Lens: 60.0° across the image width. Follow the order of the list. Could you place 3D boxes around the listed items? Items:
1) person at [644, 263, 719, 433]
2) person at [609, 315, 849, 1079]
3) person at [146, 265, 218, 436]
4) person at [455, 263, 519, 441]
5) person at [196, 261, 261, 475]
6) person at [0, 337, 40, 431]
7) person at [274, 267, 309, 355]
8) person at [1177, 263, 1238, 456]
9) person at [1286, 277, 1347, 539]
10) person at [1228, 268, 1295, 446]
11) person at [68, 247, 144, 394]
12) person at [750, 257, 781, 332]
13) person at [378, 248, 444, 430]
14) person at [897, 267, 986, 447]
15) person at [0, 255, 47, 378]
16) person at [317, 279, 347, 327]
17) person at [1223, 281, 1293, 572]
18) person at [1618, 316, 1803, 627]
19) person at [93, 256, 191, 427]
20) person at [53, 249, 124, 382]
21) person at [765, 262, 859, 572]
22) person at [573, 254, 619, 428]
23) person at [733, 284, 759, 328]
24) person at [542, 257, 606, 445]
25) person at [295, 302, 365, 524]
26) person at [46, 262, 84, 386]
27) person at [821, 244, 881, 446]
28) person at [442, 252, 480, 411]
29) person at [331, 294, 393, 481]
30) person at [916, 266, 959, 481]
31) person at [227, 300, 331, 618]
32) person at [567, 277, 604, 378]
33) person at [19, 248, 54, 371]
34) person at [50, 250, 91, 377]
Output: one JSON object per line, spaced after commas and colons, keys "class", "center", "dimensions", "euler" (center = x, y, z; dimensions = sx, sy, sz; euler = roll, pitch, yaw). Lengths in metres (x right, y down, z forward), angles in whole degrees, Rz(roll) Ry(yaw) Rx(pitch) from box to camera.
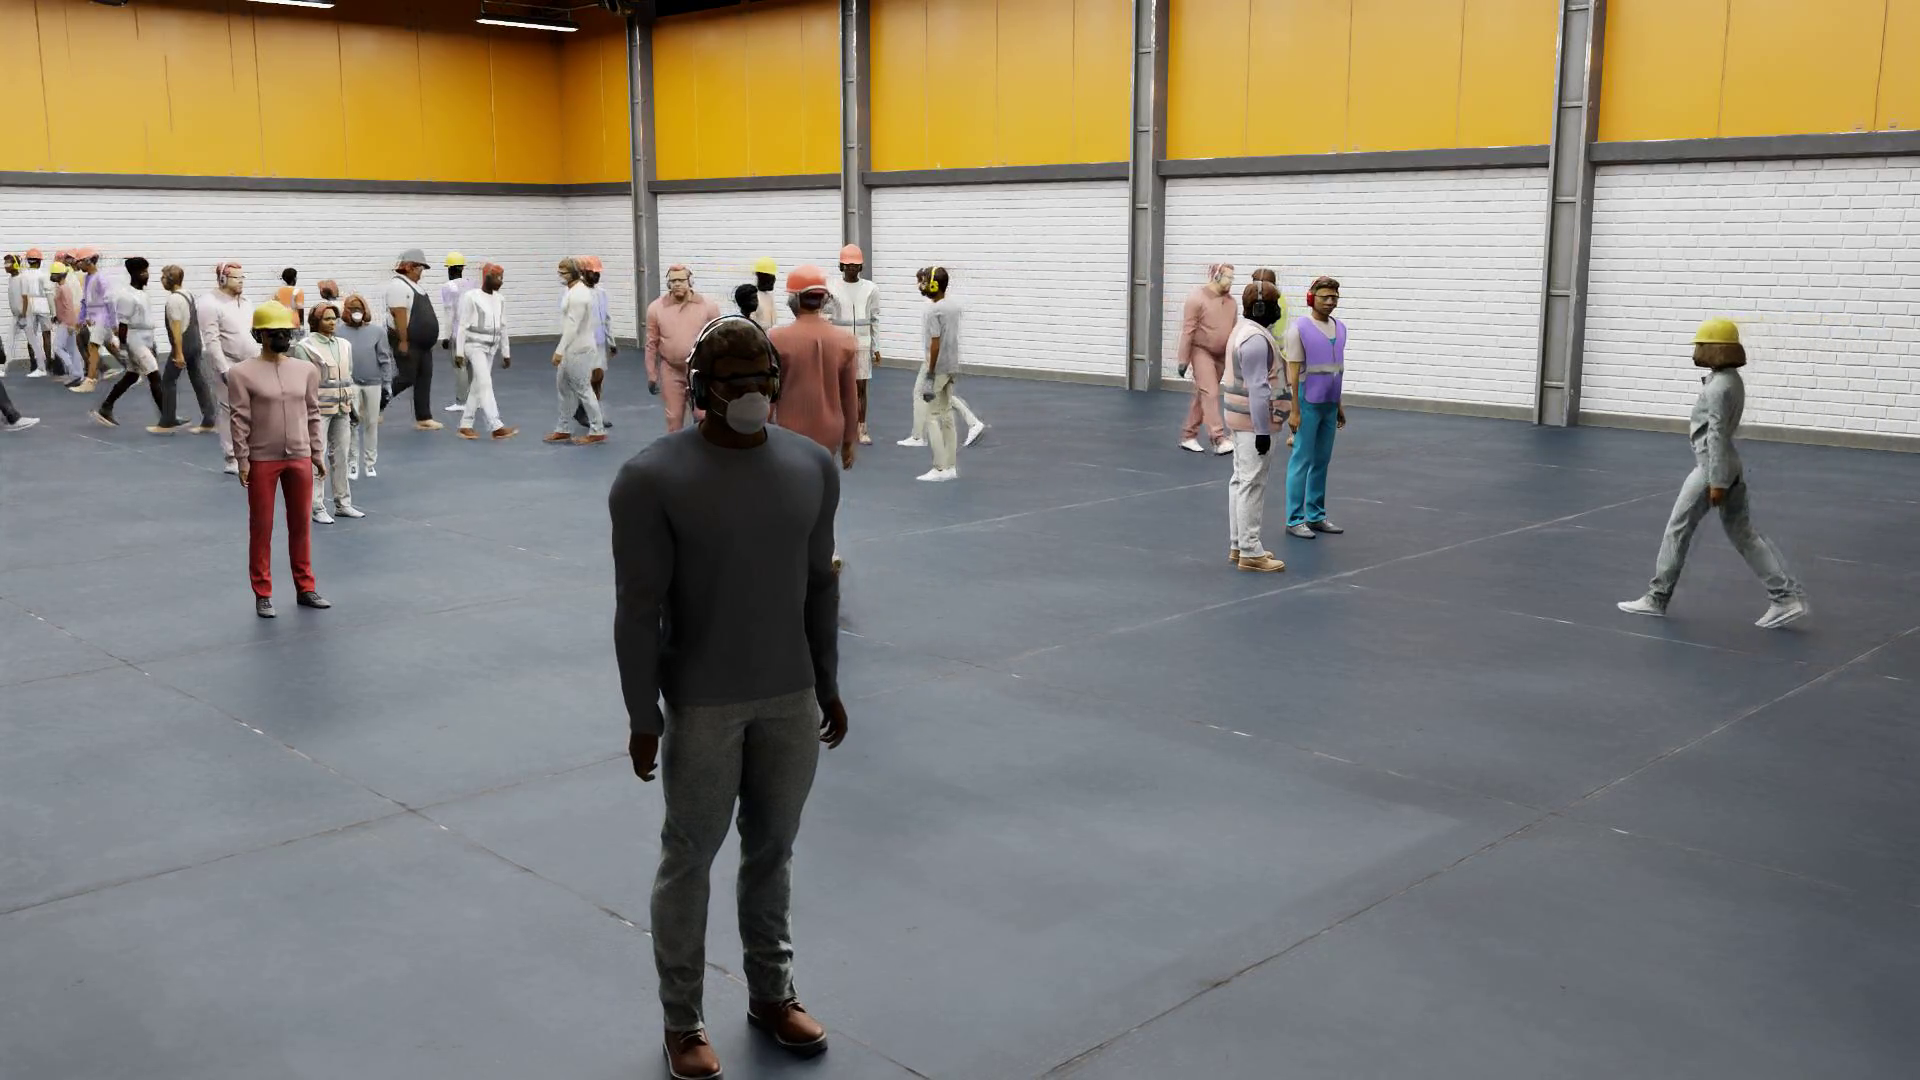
{"class": "person", "center": [-2.404, -1.449, 14.455], "dimensions": [0.673, 1.891, 0.435], "euler": [-1, 10, -6]}
{"class": "person", "center": [-0.567, 0.403, 4.227], "dimensions": [0.634, 1.937, 0.355], "euler": [-8, 13, -36]}
{"class": "person", "center": [-8.363, -2.009, 17.715], "dimensions": [0.829, 1.808, 0.530], "euler": [0, 10, 1]}
{"class": "person", "center": [-4.904, -1.950, 17.335], "dimensions": [0.917, 1.837, 0.641], "euler": [5, 11, 24]}
{"class": "person", "center": [-6.466, -1.531, 14.885], "dimensions": [0.439, 1.904, 0.659], "euler": [4, 11, 19]}
{"class": "person", "center": [-10.498, -2.084, 17.987], "dimensions": [1.023, 1.859, 0.616], "euler": [-2, 11, -12]}
{"class": "person", "center": [-9.910, -3.179, 24.509], "dimensions": [0.536, 1.677, 0.768], "euler": [4, 11, 20]}
{"class": "person", "center": [2.511, -1.745, 16.152], "dimensions": [0.666, 1.855, 0.980], "euler": [-8, 13, -37]}
{"class": "person", "center": [2.520, -0.942, 11.818], "dimensions": [0.575, 1.842, 0.375], "euler": [-9, 14, -40]}
{"class": "person", "center": [3.121, -1.845, 16.823], "dimensions": [0.894, 1.813, 0.627], "euler": [8, 13, 37]}
{"class": "person", "center": [-11.735, -3.010, 22.773], "dimensions": [1.038, 1.980, 0.606], "euler": [-10, 14, -44]}
{"class": "person", "center": [-2.060, -2.000, 17.425], "dimensions": [0.465, 1.899, 0.599], "euler": [6, 12, 28]}
{"class": "person", "center": [-6.086, -2.218, 18.240], "dimensions": [0.747, 2.000, 0.703], "euler": [1, 10, 7]}
{"class": "person", "center": [-0.174, -1.836, 16.782], "dimensions": [0.833, 1.827, 0.508], "euler": [5, 12, 25]}
{"class": "person", "center": [-14.149, -3.323, 24.828], "dimensions": [0.554, 1.830, 0.913], "euler": [6, 12, 31]}
{"class": "person", "center": [-7.259, -2.217, 19.356], "dimensions": [0.372, 1.623, 0.538], "euler": [0, 10, 0]}
{"class": "person", "center": [1.905, -0.727, 10.654], "dimensions": [0.429, 1.844, 0.625], "euler": [0, 10, 0]}
{"class": "person", "center": [4.195, -0.372, 9.115], "dimensions": [0.922, 1.696, 0.493], "euler": [8, 13, 37]}
{"class": "person", "center": [-9.194, -2.188, 18.458], "dimensions": [1.014, 1.916, 0.623], "euler": [-2, 11, -9]}
{"class": "person", "center": [-12.828, -3.273, 24.291], "dimensions": [0.990, 1.919, 0.657], "euler": [-4, 11, -19]}
{"class": "person", "center": [-0.856, -0.603, 9.605], "dimensions": [0.627, 1.980, 0.703], "euler": [-7, 13, -34]}
{"class": "person", "center": [-4.032, -2.181, 18.362], "dimensions": [0.395, 1.921, 0.555], "euler": [4, 11, 22]}
{"class": "person", "center": [-1.984, -1.576, 15.720], "dimensions": [0.567, 1.672, 0.552], "euler": [2, 11, 10]}
{"class": "person", "center": [-3.914, -1.898, 16.833], "dimensions": [0.650, 1.908, 0.646], "euler": [-3, 11, -18]}
{"class": "person", "center": [-4.717, -0.951, 12.424], "dimensions": [0.308, 1.641, 0.511], "euler": [5, 11, 25]}
{"class": "person", "center": [-12.612, -3.025, 23.410], "dimensions": [0.450, 1.751, 0.554], "euler": [-6, 12, -30]}
{"class": "person", "center": [-1.096, -1.964, 16.856], "dimensions": [0.615, 2.038, 0.395], "euler": [-3, 11, -15]}
{"class": "person", "center": [-6.089, -2.530, 20.250], "dimensions": [0.370, 1.927, 0.588], "euler": [4, 11, 22]}
{"class": "person", "center": [-5.230, -1.332, 14.556], "dimensions": [0.503, 1.613, 0.563], "euler": [-5, 11, -24]}
{"class": "person", "center": [-0.199, -1.437, 14.498], "dimensions": [0.377, 1.856, 0.580], "euler": [5, 12, 26]}
{"class": "person", "center": [-3.833, -0.457, 9.381], "dimensions": [0.304, 1.772, 0.525], "euler": [9, 14, 41]}
{"class": "person", "center": [-5.147, -2.804, 22.585], "dimensions": [0.395, 1.618, 0.498], "euler": [-5, 11, -24]}
{"class": "person", "center": [-14.512, -3.620, 26.198], "dimensions": [0.545, 1.929, 0.389], "euler": [0, 10, 0]}
{"class": "person", "center": [-13.322, -3.371, 24.878], "dimensions": [0.548, 1.911, 0.750], "euler": [7, 12, 32]}
